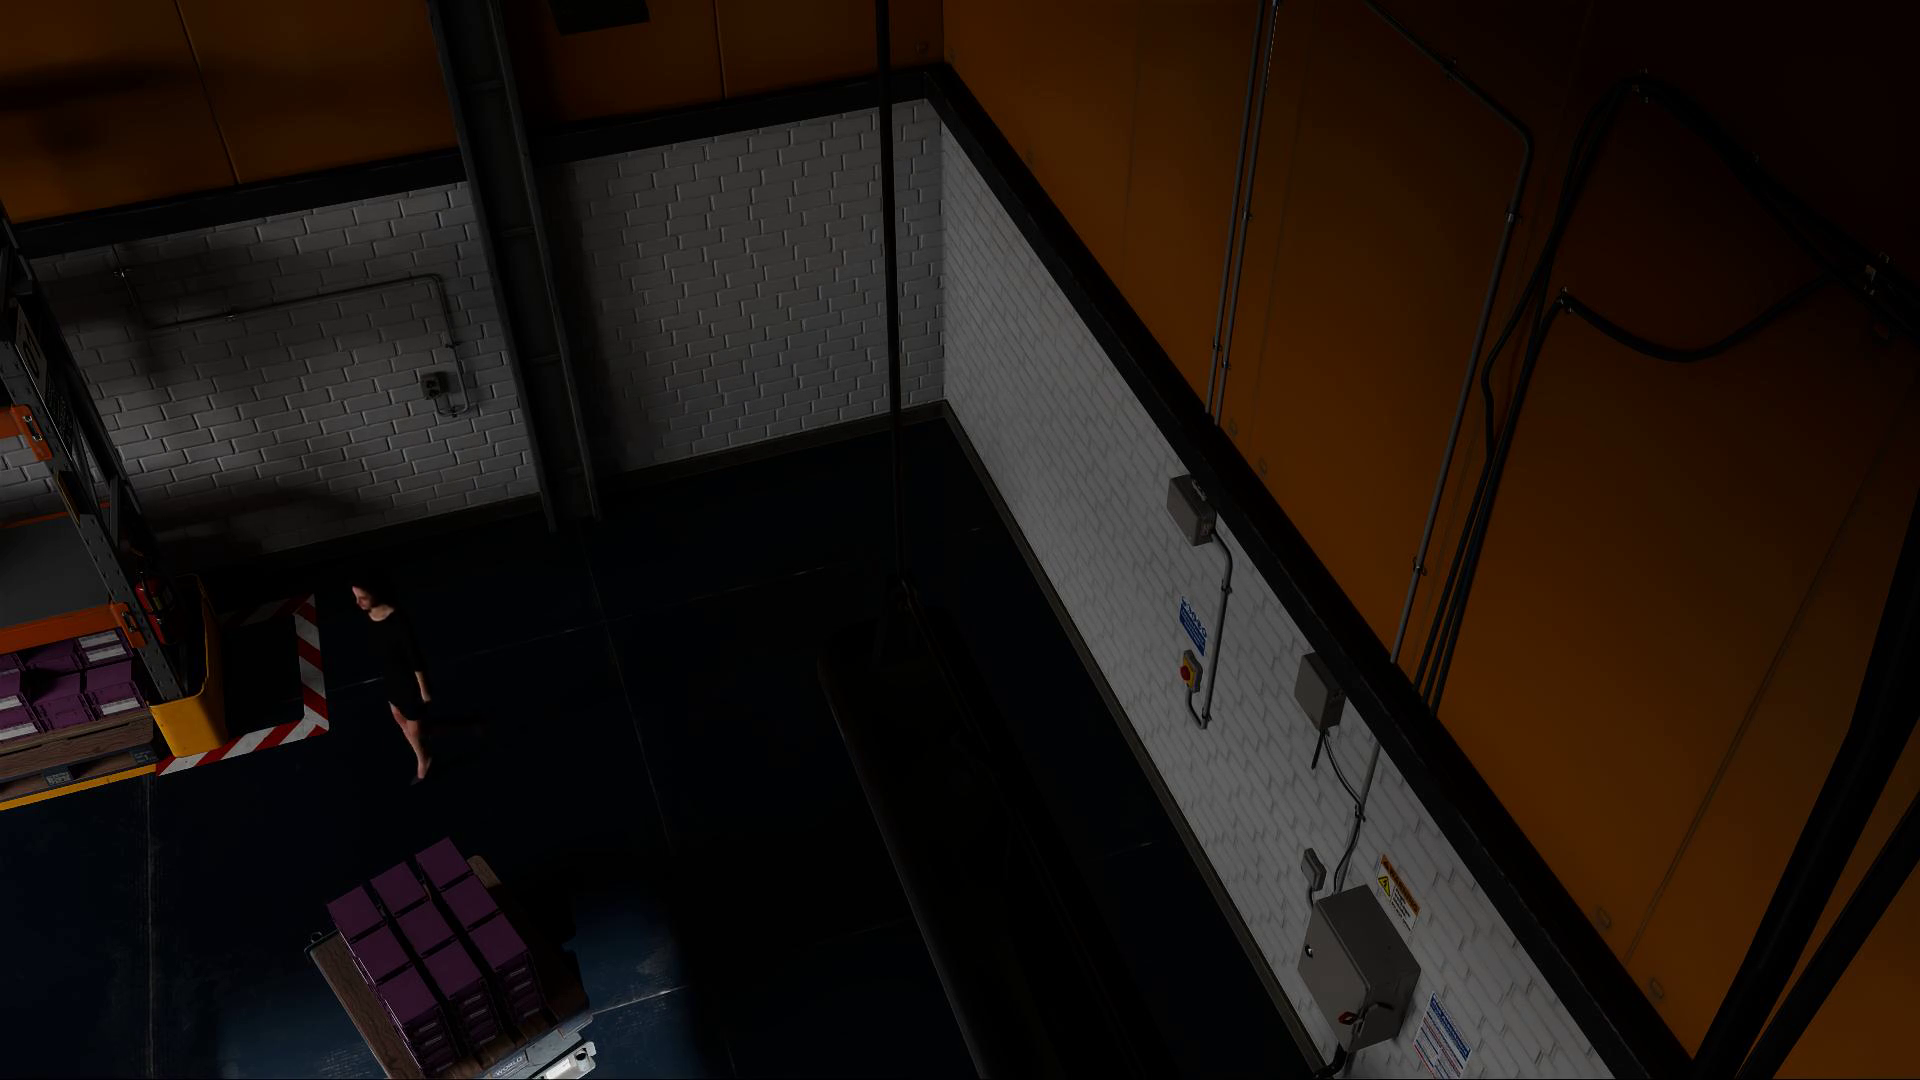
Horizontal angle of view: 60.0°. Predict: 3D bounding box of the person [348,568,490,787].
[{"bbox_3d":[-3.265,0.799,10.013,0.805,1.788,0.931,33,52,30],"label":"person"}]
